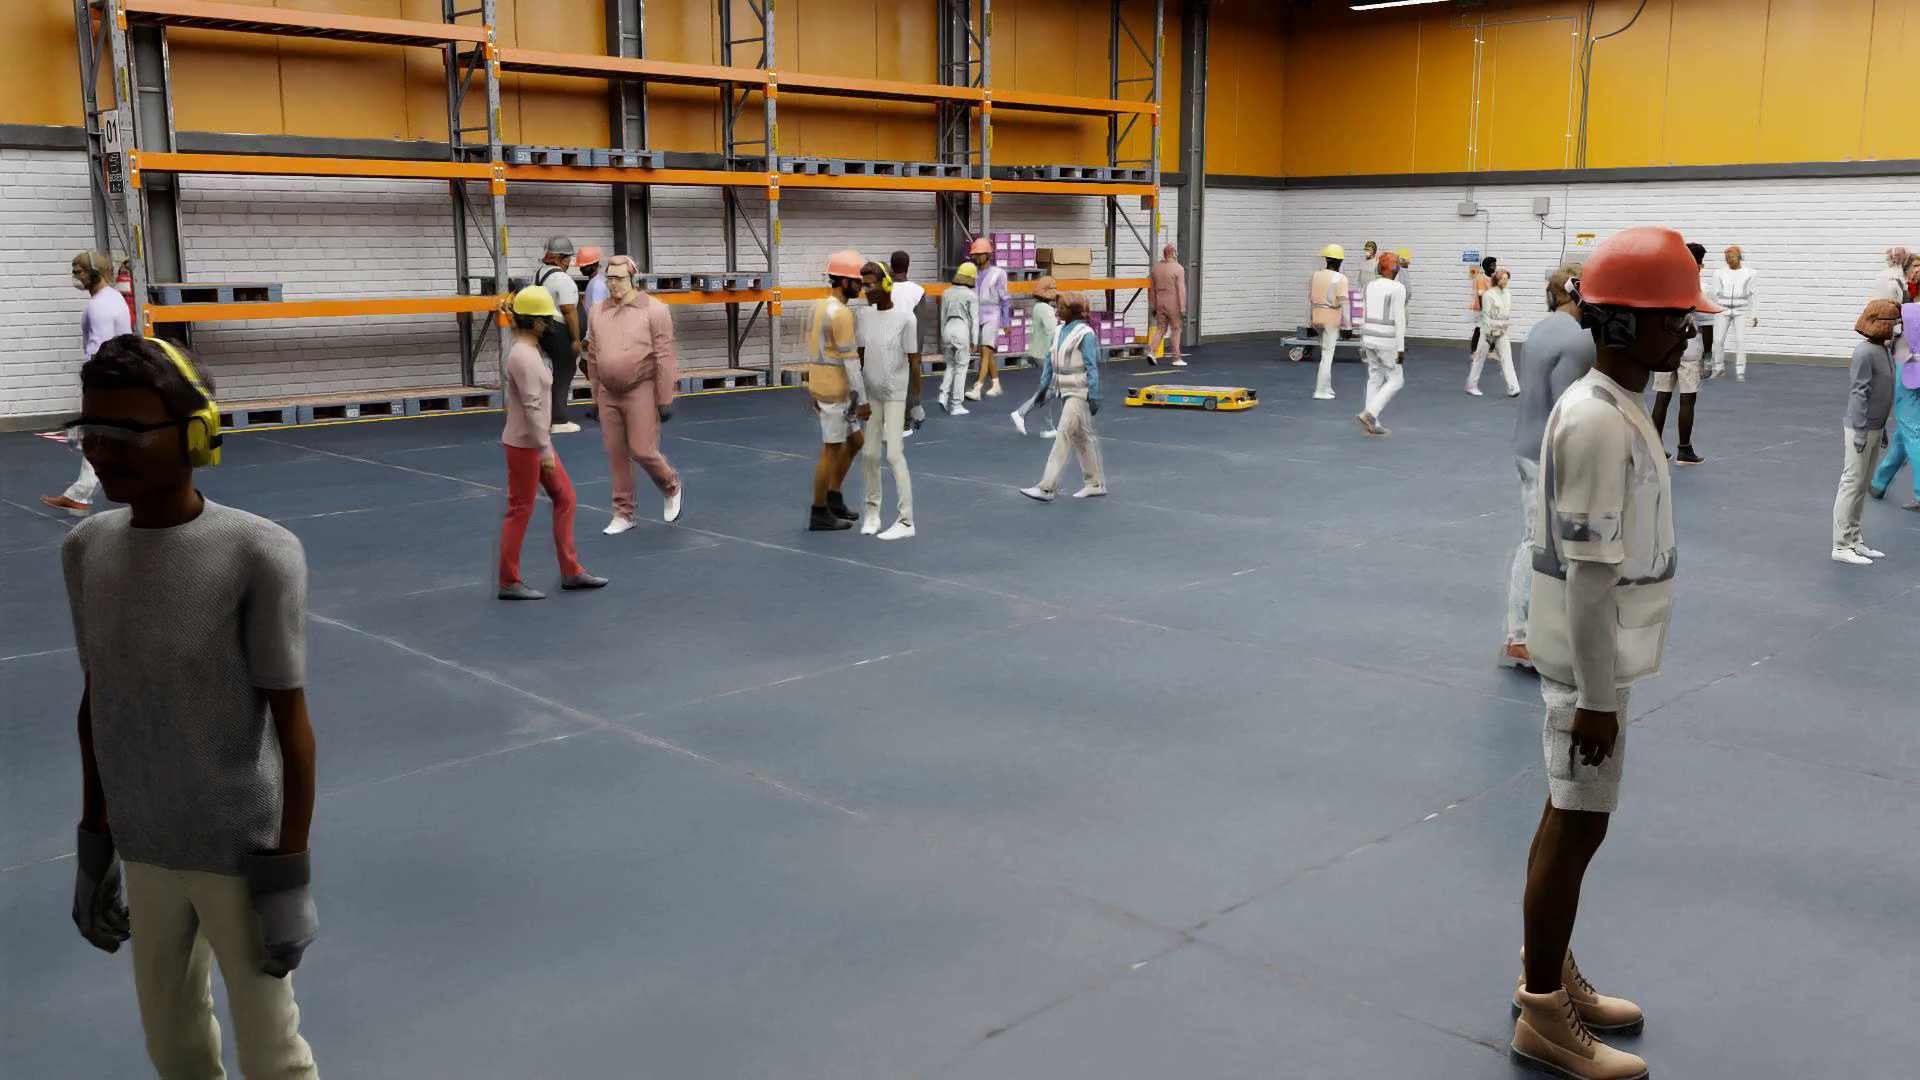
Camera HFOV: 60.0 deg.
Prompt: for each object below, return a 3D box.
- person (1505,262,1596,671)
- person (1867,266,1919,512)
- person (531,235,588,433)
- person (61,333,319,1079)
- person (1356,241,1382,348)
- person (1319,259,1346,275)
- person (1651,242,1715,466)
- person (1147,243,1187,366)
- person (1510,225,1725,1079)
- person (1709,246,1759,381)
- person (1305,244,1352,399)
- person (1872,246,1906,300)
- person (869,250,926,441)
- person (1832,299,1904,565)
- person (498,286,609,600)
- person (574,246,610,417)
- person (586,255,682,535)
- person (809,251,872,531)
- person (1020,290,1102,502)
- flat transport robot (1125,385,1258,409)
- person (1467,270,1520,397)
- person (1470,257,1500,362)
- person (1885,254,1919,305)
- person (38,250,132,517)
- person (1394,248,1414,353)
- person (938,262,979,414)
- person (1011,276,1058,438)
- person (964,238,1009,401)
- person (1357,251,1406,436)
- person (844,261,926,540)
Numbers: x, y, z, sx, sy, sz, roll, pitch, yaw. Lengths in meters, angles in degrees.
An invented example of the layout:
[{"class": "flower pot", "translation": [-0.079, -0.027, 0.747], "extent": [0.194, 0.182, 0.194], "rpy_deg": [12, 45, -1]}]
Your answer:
[{"class": "person", "translation": [2.786, -0.349, 7.854], "extent": [0.454, 1.894, 0.782], "rpy_deg": [1, 10, 4]}, {"class": "person", "translation": [7.072, -1.134, 12.407], "extent": [0.590, 1.794, 0.992], "rpy_deg": [-2, 11, -10]}, {"class": "person", "translation": [-4.086, -2.119, 17.099], "extent": [0.538, 2.000, 0.708], "rpy_deg": [-8, 13, -37]}, {"class": "person", "translation": [-1.359, 0.565, 2.955], "extent": [0.515, 1.862, 0.315], "rpy_deg": [3, 11, 18]}, {"class": "person", "translation": [7.278, -4.335, 29.505], "extent": [0.417, 1.922, 0.650], "rpy_deg": [-5, 12, -27]}, {"class": "person", "translation": [6.817, -4.460, 30.586], "extent": [0.842, 1.799, 0.663], "rpy_deg": [-6, 12, -29]}, {"class": "person", "translation": [6.381, -1.644, 14.712], "extent": [0.366, 1.962, 0.612], "rpy_deg": [-7, 12, -33]}, {"class": "person", "translation": [3.231, -3.637, 25.795], "extent": [0.531, 1.912, 0.686], "rpy_deg": [-9, 14, -42]}, {"class": "person", "translation": [1.565, 0.280, 4.008], "extent": [0.382, 2.041, 0.616], "rpy_deg": [4, 11, 22]}, {"class": "person", "translation": [10.844, -3.158, 23.261], "extent": [0.643, 1.871, 0.450], "rpy_deg": [7, 13, 34]}, {"class": "person", "translation": [4.624, -2.696, 20.614], "extent": [0.663, 1.902, 0.609], "rpy_deg": [-7, 12, -33]}, {"class": "person", "translation": [11.482, -2.654, 20.440], "extent": [0.699, 1.883, 0.443], "rpy_deg": [-1, 10, -3]}, {"class": "person", "translation": [-0.635, -1.924, 16.489], "extent": [0.588, 1.883, 0.925], "rpy_deg": [1, 10, 4]}, {"class": "person", "translation": [5.647, -0.674, 10.327], "extent": [0.279, 1.634, 0.499], "rpy_deg": [9, 14, 42]}, {"class": "person", "translation": [-2.266, -0.527, 9.230], "extent": [0.722, 1.741, 0.543], "rpy_deg": [-2, 11, -9]}, {"class": "person", "translation": [-3.986, -2.261, 18.254], "extent": [0.539, 1.897, 0.563], "rpy_deg": [-3, 11, -18]}, {"class": "person", "translation": [-2.233, -0.989, 11.358], "extent": [0.646, 1.896, 0.522], "rpy_deg": [4, 11, 23]}, {"class": "person", "translation": [-0.818, -1.006, 11.372], "extent": [0.547, 1.910, 0.560], "rpy_deg": [-3, 11, -14]}, {"class": "person", "translation": [0.769, -1.086, 12.666], "extent": [0.826, 1.598, 0.537], "rpy_deg": [-4, 11, -23]}, {"class": "flat transport robot", "translation": [2.733, -1.692, 19.597], "extent": [1.431, 0.197, 0.652], "rpy_deg": [5, 12, 25]}, {"class": "person", "translation": [6.735, -2.581, 20.852], "extent": [0.537, 1.590, 0.872], "rpy_deg": [-6, 12, -28]}, {"class": "person", "translation": [8.405, -3.644, 26.381], "extent": [0.611, 1.672, 0.557], "rpy_deg": [10, 14, 43]}, {"class": "person", "translation": [11.175, -2.455, 19.589], "extent": [0.535, 1.795, 0.970], "rpy_deg": [-5, 11, -24]}, {"class": "person", "translation": [-6.159, -1.082, 11.797], "extent": [0.825, 1.907, 0.657], "rpy_deg": [-4, 11, -23]}, {"class": "person", "translation": [7.561, -4.133, 28.756], "extent": [0.559, 1.802, 0.625], "rpy_deg": [7, 12, 32]}, {"class": "person", "translation": [0.009, -2.281, 18.853], "extent": [0.510, 1.714, 0.422], "rpy_deg": [7, 12, 34]}, {"class": "person", "translation": [0.803, -1.805, 16.514], "extent": [0.528, 1.619, 0.512], "rpy_deg": [-2, 11, -11]}, {"class": "person", "translation": [0.280, -2.729, 20.599], "extent": [0.631, 1.983, 1.065], "rpy_deg": [6, 12, 31]}, {"class": "person", "translation": [4.210, -1.950, 16.662], "extent": [0.463, 1.863, 0.618], "rpy_deg": [-6, 12, -31]}, {"class": "person", "translation": [-0.483, -0.932, 11.154], "extent": [0.536, 1.850, 0.379], "rpy_deg": [9, 14, 42]}]
